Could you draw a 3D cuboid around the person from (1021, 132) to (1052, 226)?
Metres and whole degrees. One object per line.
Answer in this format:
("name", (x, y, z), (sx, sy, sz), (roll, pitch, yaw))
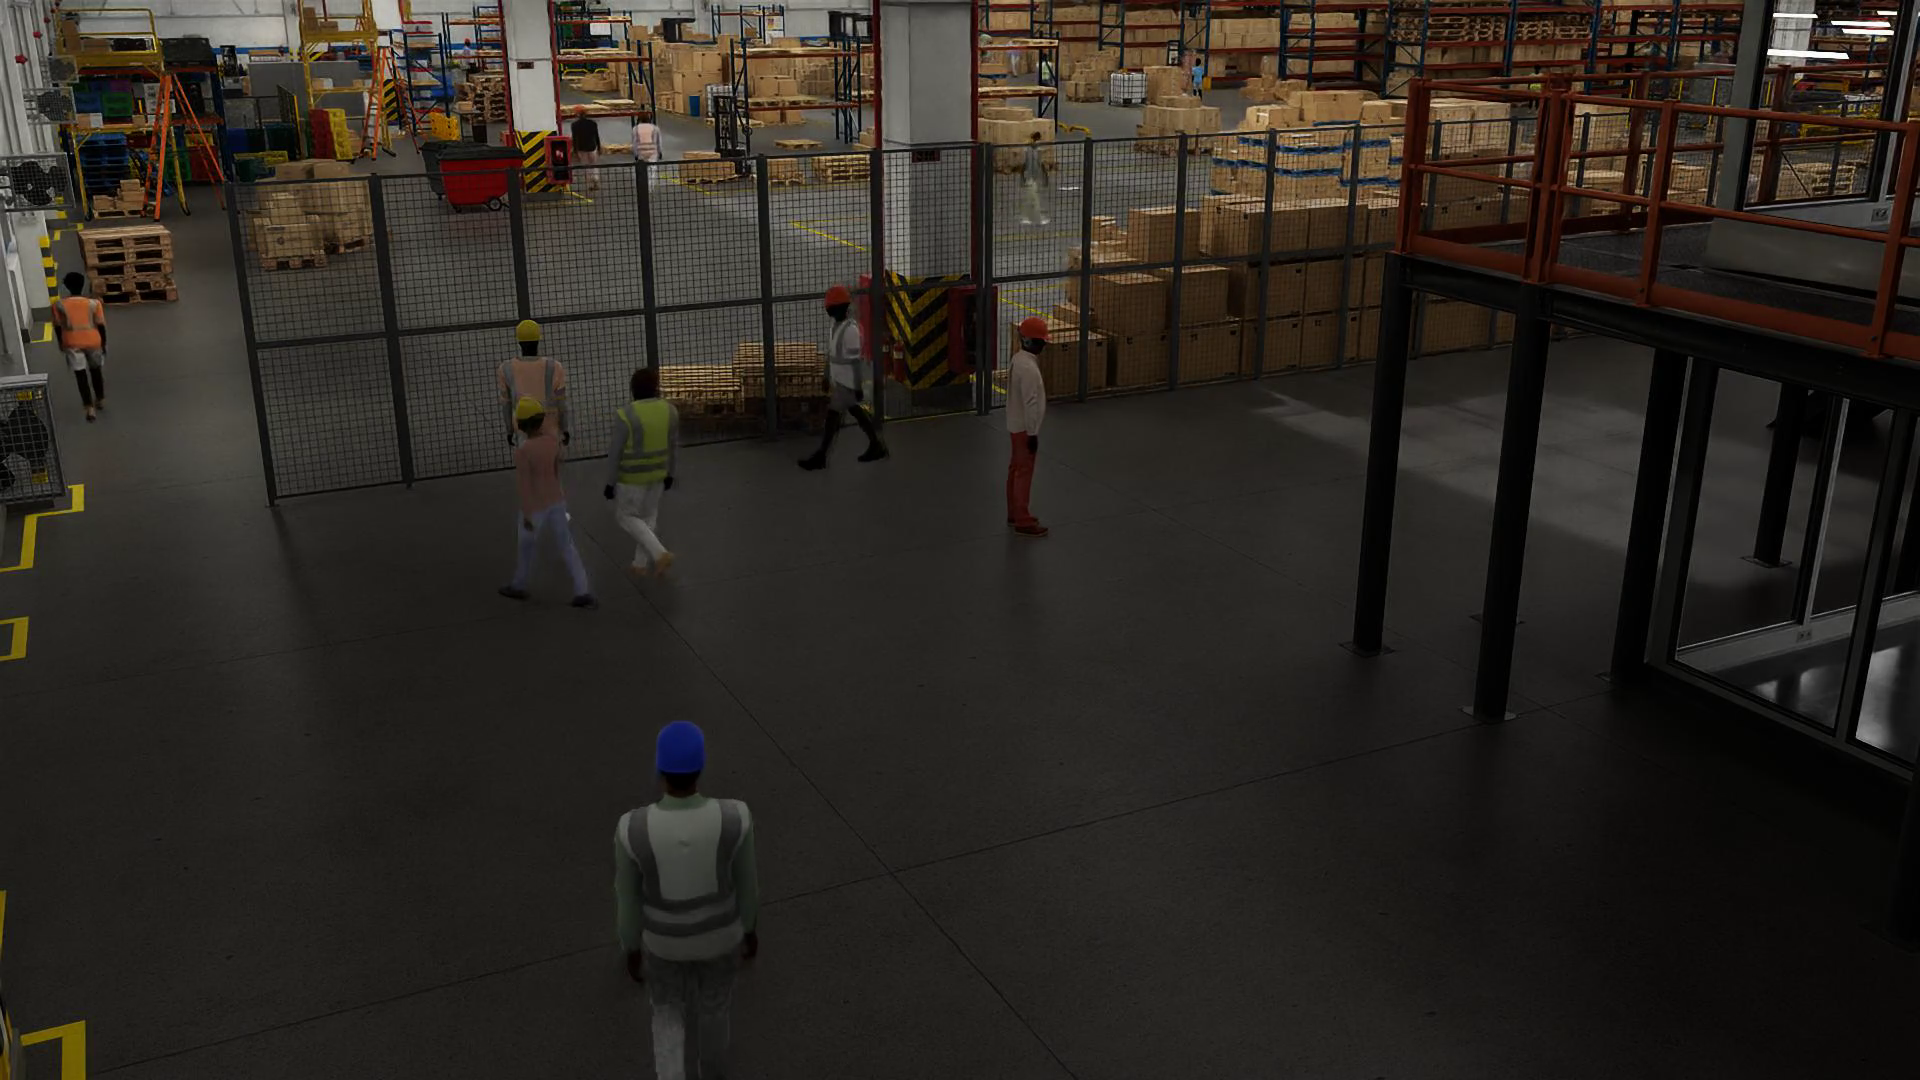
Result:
("person", (1.545, -7.138, 32.953), (0.556, 1.821, 0.946), (-17, 25, -40))

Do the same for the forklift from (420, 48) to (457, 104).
("forklift", (-19.865, -17.737, 62.086), (1.873, 2.768, 1.129), (-7, 20, -20))

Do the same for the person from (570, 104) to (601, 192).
("person", (-8.550, -8.957, 38.009), (0.638, 1.966, 0.453), (-7, 20, -18))

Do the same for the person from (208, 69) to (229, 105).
("person", (-27.695, -16.985, 61.845), (0.861, 1.596, 0.532), (5, 20, 14))

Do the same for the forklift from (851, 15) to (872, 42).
("forklift", (-4.476, -22.551, 76.041), (1.129, 2.768, 1.873), (-10, 21, -26))

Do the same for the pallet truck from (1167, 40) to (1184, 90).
("pallet truck", (9.045, -19.971, 69.895), (0.823, 1.965, 1.885), (-3, 19, -8))

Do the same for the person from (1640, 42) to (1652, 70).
("person", (30.953, -21.603, 75.059), (0.535, 1.705, 0.928), (-9, 21, -24))

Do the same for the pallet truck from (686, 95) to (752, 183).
("pallet truck", (-5.836, -9.608, 39.856), (0.823, 1.965, 1.885), (10, 22, 27))

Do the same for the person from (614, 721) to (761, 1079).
("person", (-1.156, 1.705, 7.165), (0.611, 1.930, 0.627), (-3, 19, -9))

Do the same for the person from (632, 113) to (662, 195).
("person", (-7.079, -8.764, 37.723), (0.630, 1.791, 0.968), (-2, 19, -5))

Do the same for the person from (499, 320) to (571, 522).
("person", (-3.855, -1.050, 15.147), (0.590, 1.930, 0.358), (-2, 19, -7))

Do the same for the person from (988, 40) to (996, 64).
("person", (1.583, -22.870, 78.858), (0.651, 1.613, 0.547), (-5, 20, -14))

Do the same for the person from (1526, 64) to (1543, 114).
("person", (20.096, -15.736, 58.067), (0.537, 1.698, 0.321), (15, 24, 36))

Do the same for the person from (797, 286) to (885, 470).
("person", (-1.196, -1.670, 17.018), (0.986, 1.888, 0.564), (-7, 20, -20))

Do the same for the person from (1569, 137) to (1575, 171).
("person", (11.241, -6.707, 31.462), (0.978, 2.002, 0.619), (-7, 20, -19))

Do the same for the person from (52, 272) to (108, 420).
("person", (-9.996, -2.223, 18.962), (0.533, 1.658, 0.839), (-11, 22, -30))

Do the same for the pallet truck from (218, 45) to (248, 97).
("pallet truck", (-28.879, -18.665, 66.111), (0.823, 1.965, 1.885), (-3, 19, -9))

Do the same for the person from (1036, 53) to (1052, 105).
("person", (3.119, -17.121, 61.790), (0.598, 1.901, 0.778), (1, 19, 4))

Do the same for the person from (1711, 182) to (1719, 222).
("person", (12.976, -5.455, 27.973), (0.661, 1.898, 0.514), (1, 19, 3))

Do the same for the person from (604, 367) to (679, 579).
("person", (-2.625, -0.530, 13.814), (0.628, 1.816, 0.665), (15, 24, 37))

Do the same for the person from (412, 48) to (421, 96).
("person", (-21.204, -18.405, 65.443), (0.633, 1.938, 0.356), (-11, 22, -29))

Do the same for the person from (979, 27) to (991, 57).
("person", (1.284, -24.991, 84.452), (0.623, 1.992, 0.397), (8, 20, 21))

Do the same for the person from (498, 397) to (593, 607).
("person", (-3.336, -0.299, 13.293), (0.919, 1.724, 0.542), (10, 21, 27))

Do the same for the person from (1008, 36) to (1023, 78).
("person", (2.600, -22.316, 76.852), (0.655, 1.888, 0.985), (-6, 20, -16))

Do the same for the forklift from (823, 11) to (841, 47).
("forklift", (-6.255, -24.957, 83.015), (1.873, 2.768, 1.129), (-9, 21, -25))

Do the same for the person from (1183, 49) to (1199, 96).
("person", (9.222, -18.515, 65.901), (0.641, 1.852, 1.043), (-10, 21, -26))

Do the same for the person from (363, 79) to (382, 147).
("person", (-16.820, -12.240, 47.658), (0.352, 1.881, 0.576), (7, 20, 19))

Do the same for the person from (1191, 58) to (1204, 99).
("person", (8.807, -16.999, 61.729), (0.540, 1.700, 0.316), (-10, 21, -26))

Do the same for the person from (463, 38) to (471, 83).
("person", (-21.739, -21.191, 73.547), (0.393, 1.928, 0.549), (-5, 20, -15))

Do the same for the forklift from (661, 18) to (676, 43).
("forklift", (-12.505, -21.065, 71.733), (1.873, 2.768, 1.129), (-9, 21, -25))

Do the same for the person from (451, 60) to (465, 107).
("person", (-18.269, -16.551, 60.427), (0.487, 1.705, 0.864), (13, 23, 33))

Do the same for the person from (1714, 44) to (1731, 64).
("person", (31.466, -19.482, 68.658), (0.682, 1.877, 0.580), (-4, 19, -10))

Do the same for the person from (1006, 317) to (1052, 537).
("person", (0.612, -1.026, 14.993), (0.401, 1.986, 0.612), (-3, 19, -9))
